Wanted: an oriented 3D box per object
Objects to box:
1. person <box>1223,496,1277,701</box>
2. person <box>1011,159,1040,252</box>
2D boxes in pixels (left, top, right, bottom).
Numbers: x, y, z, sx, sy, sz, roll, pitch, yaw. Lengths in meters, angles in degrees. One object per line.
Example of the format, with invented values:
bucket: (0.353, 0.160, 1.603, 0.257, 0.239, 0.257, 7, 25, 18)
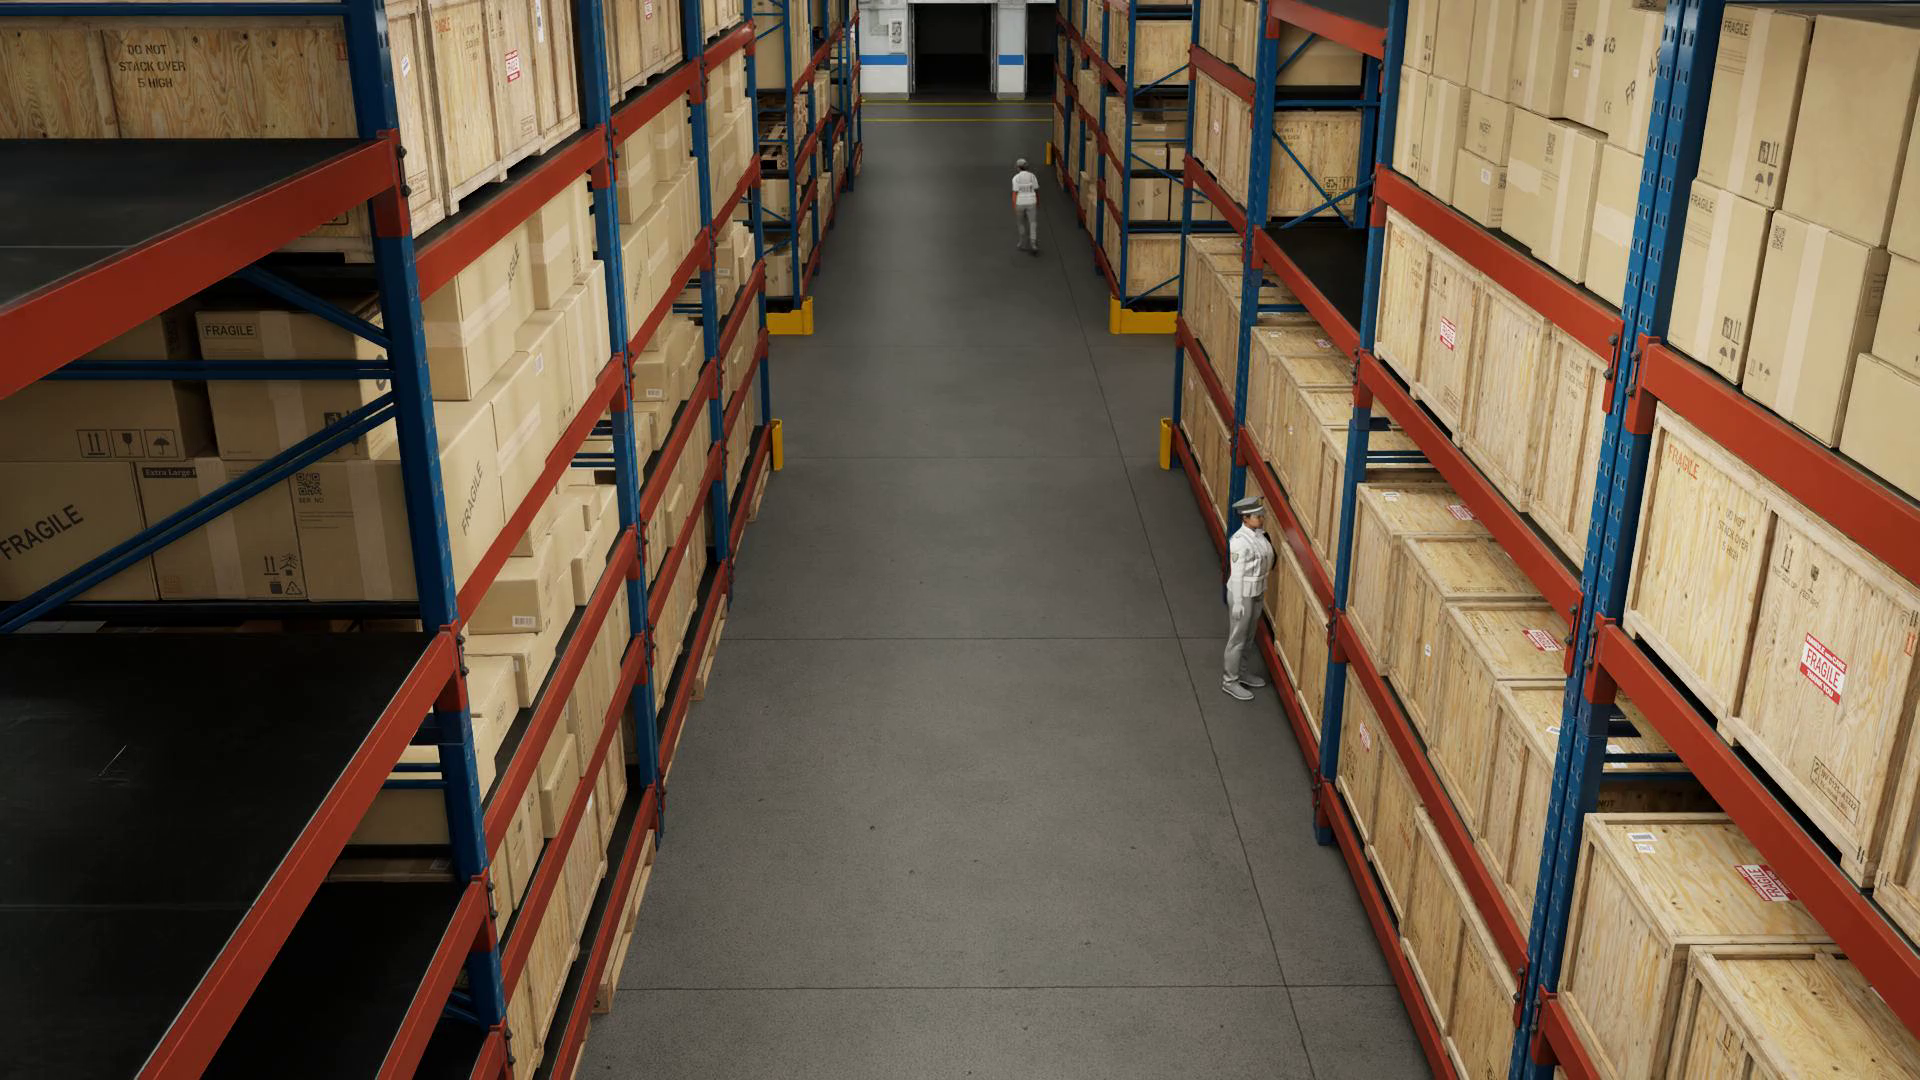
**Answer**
person: (2.341, 0.436, 13.513, 0.345, 1.693, 0.464, 13, 25, 29)
person: (1.204, -6.030, 29.951, 0.555, 1.640, 0.776, -5, 22, -12)
